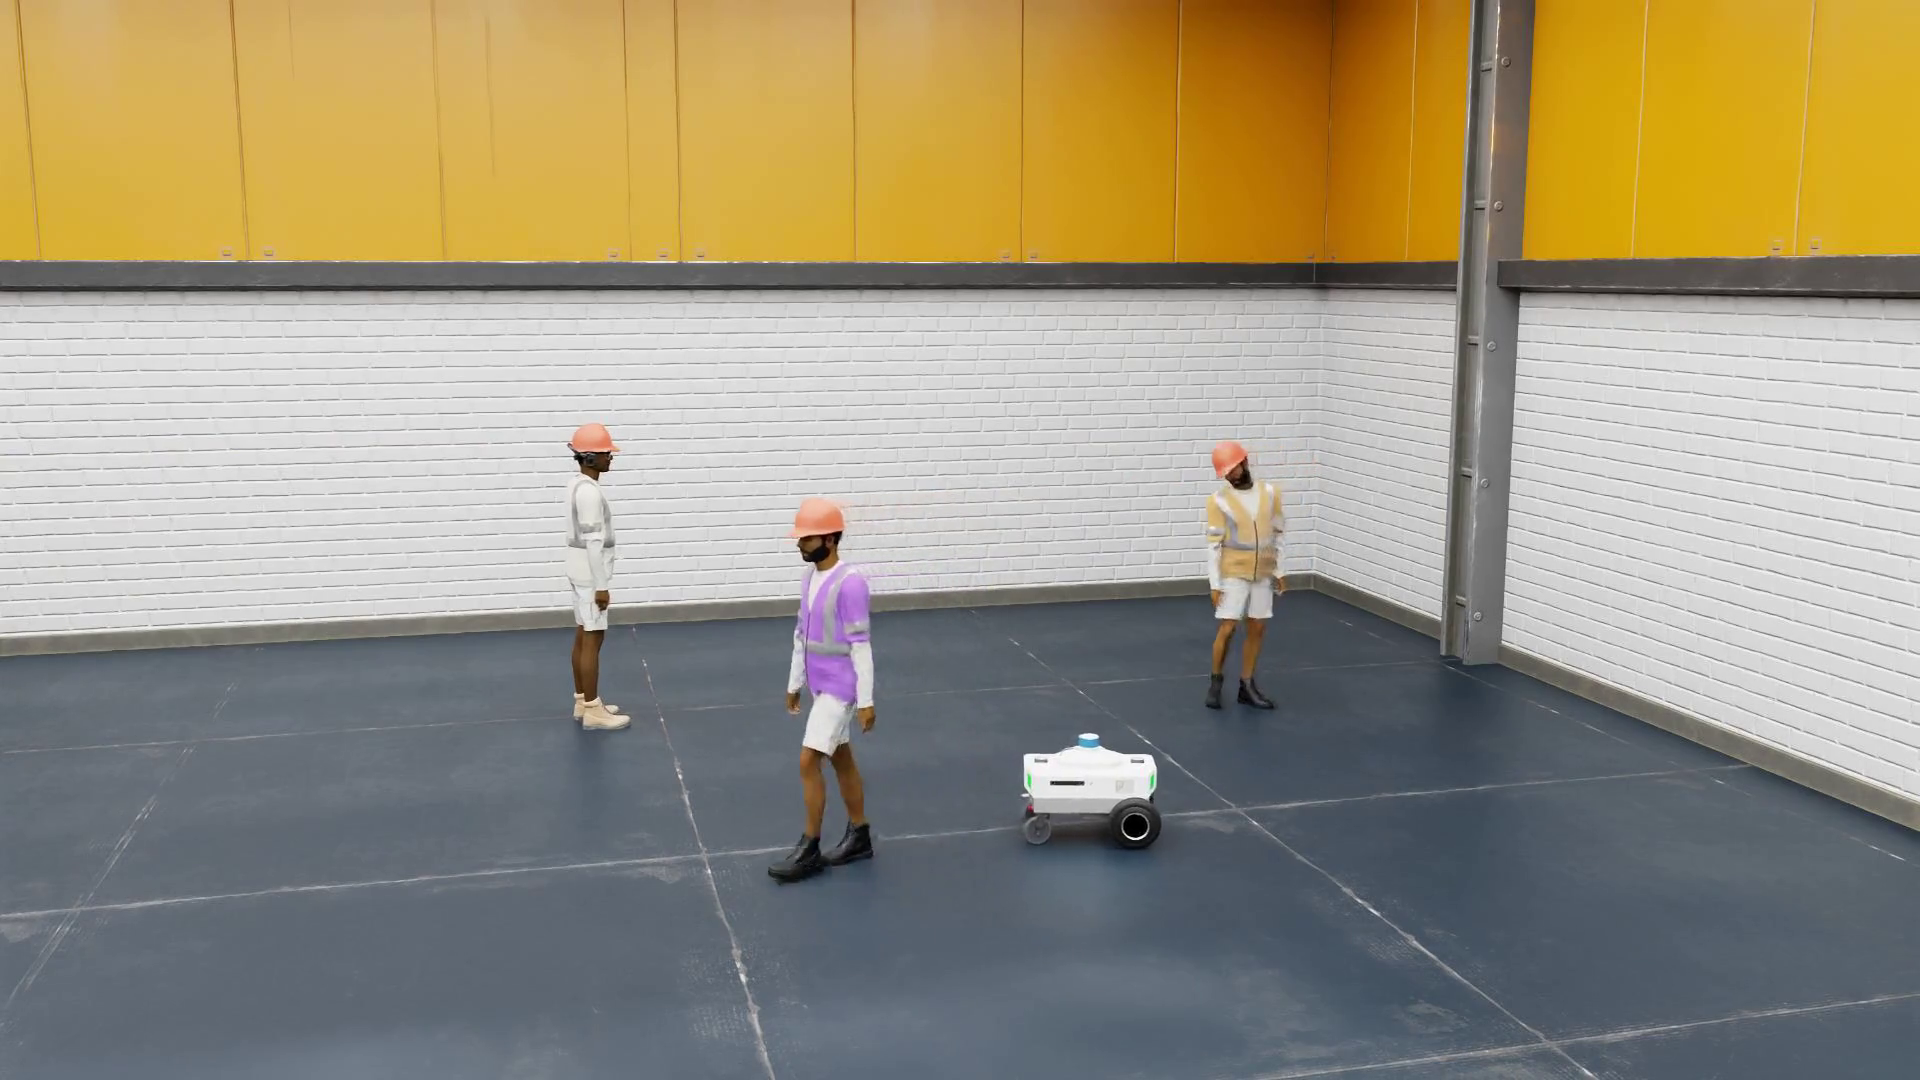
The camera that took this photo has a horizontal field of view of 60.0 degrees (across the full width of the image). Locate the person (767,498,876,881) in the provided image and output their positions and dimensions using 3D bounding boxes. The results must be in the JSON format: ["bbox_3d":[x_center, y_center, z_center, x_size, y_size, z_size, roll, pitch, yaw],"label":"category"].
[{"bbox_3d":[-0.754,0.745,8.356,0.774,1.911,0.581,-5,10,-29],"label":"person"}]

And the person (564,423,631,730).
[{"bbox_3d":[-2.441,0.238,11.125,0.383,2.045,0.605,-4,10,-21],"label":"person"}]

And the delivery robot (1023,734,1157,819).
[{"bbox_3d":[0.691,1.285,8.932,0.707,0.478,0.477,0,9,1],"label":"delivery robot"}]

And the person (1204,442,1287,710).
[{"bbox_3d":[1.976,0.249,11.590,0.601,1.883,0.402,-2,9,-14],"label":"person"}]
